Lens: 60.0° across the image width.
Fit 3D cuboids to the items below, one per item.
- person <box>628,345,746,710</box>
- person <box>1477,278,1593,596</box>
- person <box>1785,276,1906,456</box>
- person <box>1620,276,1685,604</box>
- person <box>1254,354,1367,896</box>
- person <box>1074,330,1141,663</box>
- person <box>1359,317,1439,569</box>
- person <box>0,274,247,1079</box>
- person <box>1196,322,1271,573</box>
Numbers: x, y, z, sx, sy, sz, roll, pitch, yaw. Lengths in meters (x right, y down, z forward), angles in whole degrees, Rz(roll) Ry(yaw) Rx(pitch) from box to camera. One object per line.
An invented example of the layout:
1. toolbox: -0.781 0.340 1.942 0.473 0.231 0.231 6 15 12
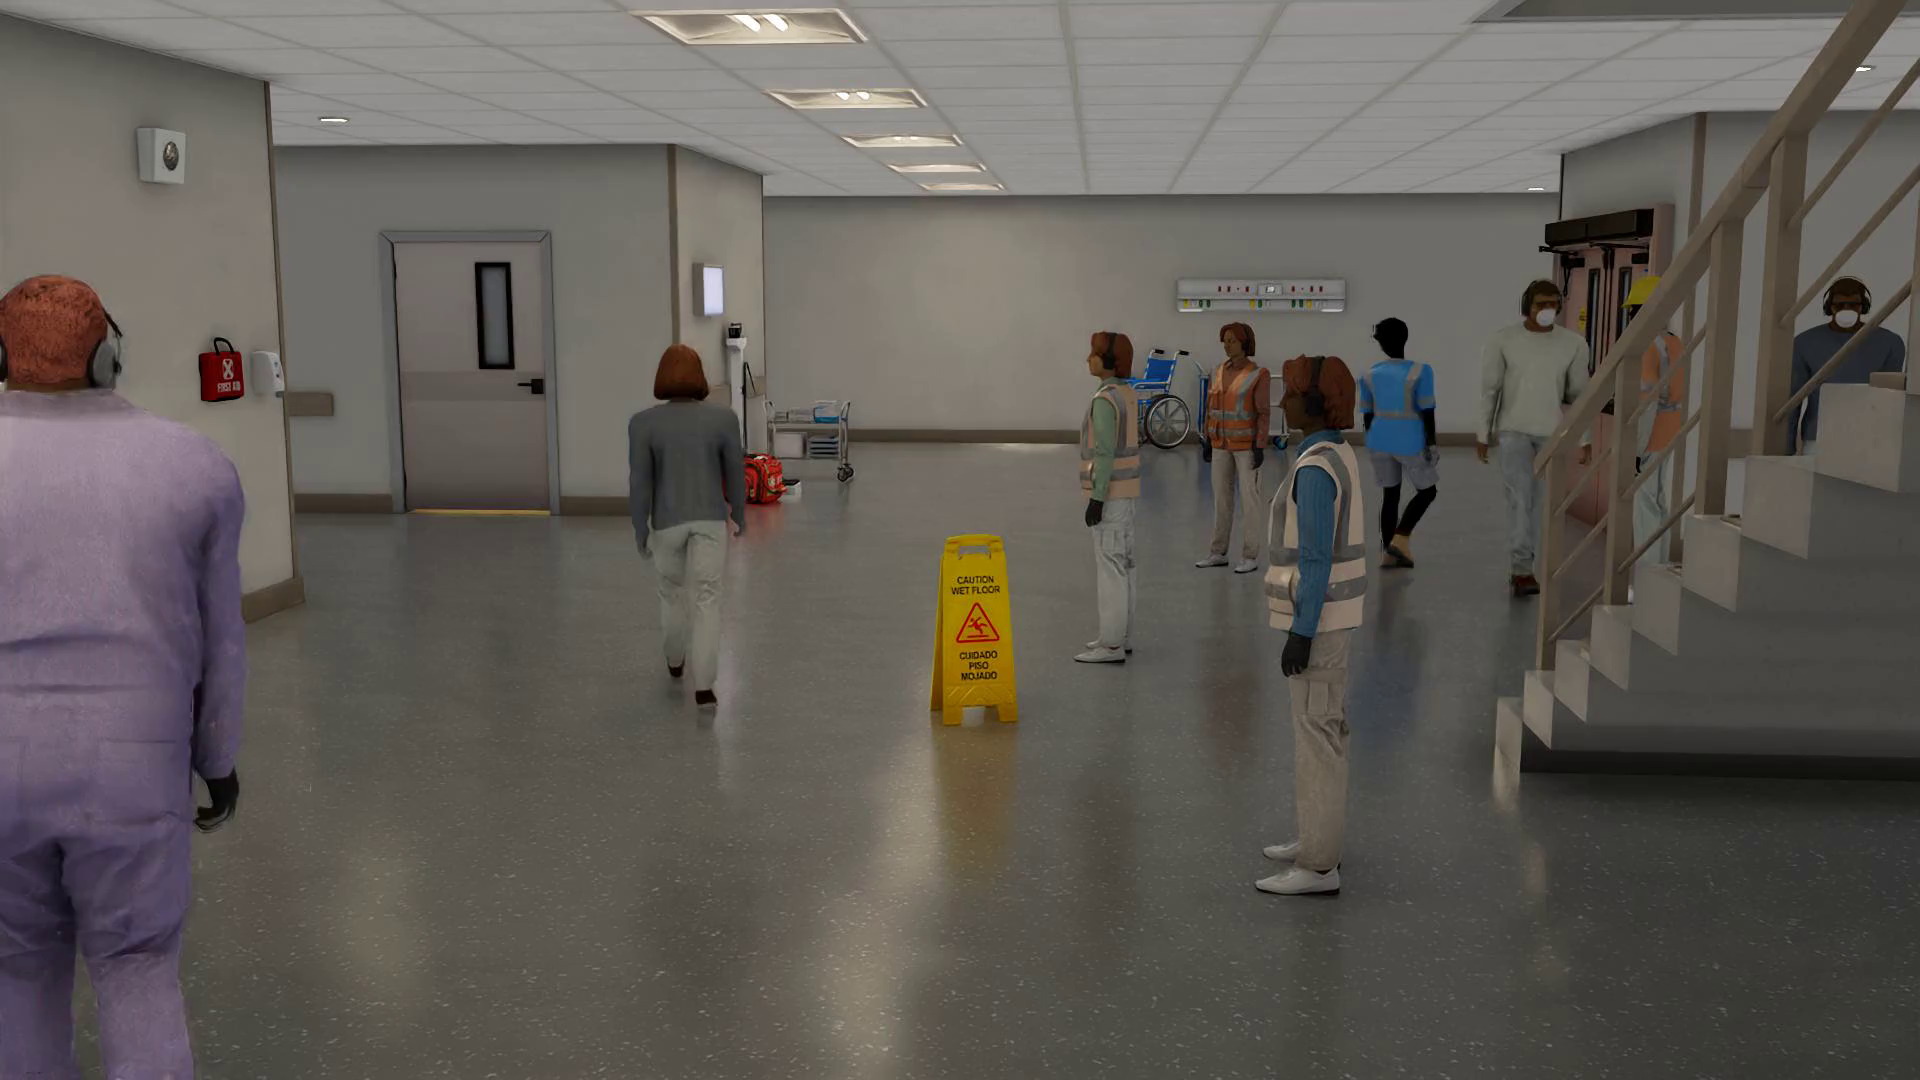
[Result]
1. person: -1.221 -0.073 7.492 0.515 1.590 0.870 -1 8 -8
2. person: 3.489 -0.604 10.006 0.650 1.903 0.922 0 8 1
3. person: 5.052 -0.545 9.574 0.636 1.927 0.386 3 9 19
4. person: 4.031 -0.580 9.788 0.372 1.925 0.596 6 10 36
5. person: 1.079 0.258 5.068 0.308 1.641 0.514 2 9 16
6. person: 0.744 -0.212 8.246 0.308 1.645 0.517 3 9 17
7. person: 2.881 -0.621 10.902 0.422 1.673 0.557 -8 12 -43
8. person: -1.670 0.434 3.121 0.653 1.865 0.757 -4 9 -24
9. person: 1.813 -0.607 10.943 0.310 1.642 0.514 -7 11 -41
